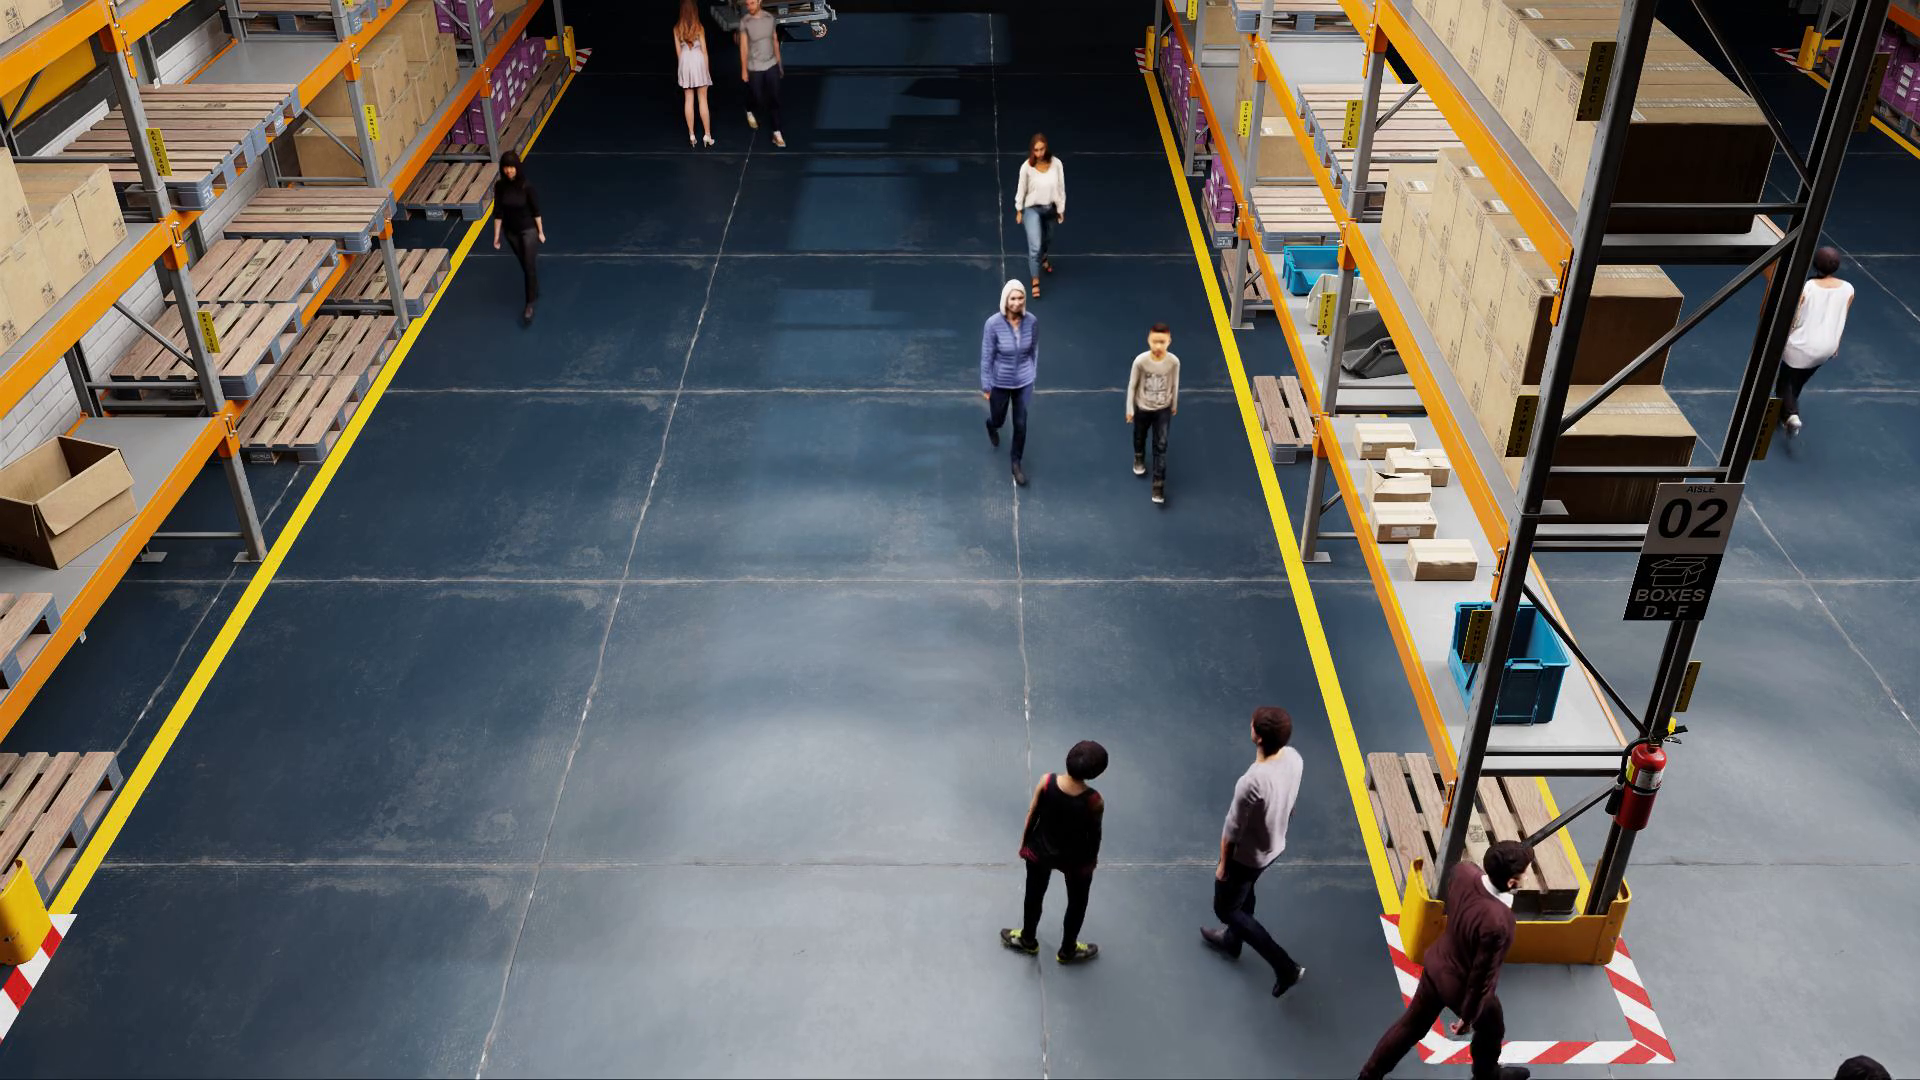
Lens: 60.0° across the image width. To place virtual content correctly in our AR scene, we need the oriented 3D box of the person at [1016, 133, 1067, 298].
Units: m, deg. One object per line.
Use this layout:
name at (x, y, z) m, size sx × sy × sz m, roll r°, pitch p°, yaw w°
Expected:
person at (0.810, -3.278, 16.506) m, size 0.798 × 1.630 × 1.050 m, roll -10°, pitch 35°, yaw -15°

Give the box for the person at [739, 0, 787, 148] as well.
person at (-2.417, -5.679, 19.917) m, size 1.008 × 1.852 × 1.219 m, roll -18°, pitch 37°, yaw -25°

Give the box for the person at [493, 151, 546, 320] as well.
person at (-4.240, -3.010, 16.125) m, size 0.633 × 1.605 × 1.034 m, roll 3°, pitch 34°, yaw 5°

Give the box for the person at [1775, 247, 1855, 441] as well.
person at (7.133, -1.614, 13.970) m, size 0.648 × 1.666 × 0.908 m, roll 0°, pitch 34°, yaw 1°

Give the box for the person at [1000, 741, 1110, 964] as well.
person at (0.493, 1.703, 9.105) m, size 0.782 × 1.528 × 0.681 m, roll 4°, pitch 34°, yaw 6°

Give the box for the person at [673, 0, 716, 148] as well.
person at (-3.177, -5.567, 19.824) m, size 0.594 × 1.769 × 0.611 m, roll 5°, pitch 34°, yaw 7°

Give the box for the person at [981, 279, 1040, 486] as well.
person at (0.391, -1.334, 13.497) m, size 0.799 × 1.723 × 1.050 m, roll -8°, pitch 34°, yaw -12°

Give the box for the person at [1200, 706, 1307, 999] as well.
person at (1.626, 1.684, 8.866) m, size 1.082 × 1.823 × 1.029 m, roll 29°, pitch 43°, yaw 36°

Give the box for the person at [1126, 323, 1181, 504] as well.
person at (1.542, -1.100, 13.410) m, size 0.563 × 1.429 × 0.970 m, roll 0°, pitch 34°, yaw 1°

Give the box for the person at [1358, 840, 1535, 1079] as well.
person at (2.373, 2.165, 8.146) m, size 0.980 × 1.819 × 1.231 m, roll -10°, pitch 35°, yaw -14°
